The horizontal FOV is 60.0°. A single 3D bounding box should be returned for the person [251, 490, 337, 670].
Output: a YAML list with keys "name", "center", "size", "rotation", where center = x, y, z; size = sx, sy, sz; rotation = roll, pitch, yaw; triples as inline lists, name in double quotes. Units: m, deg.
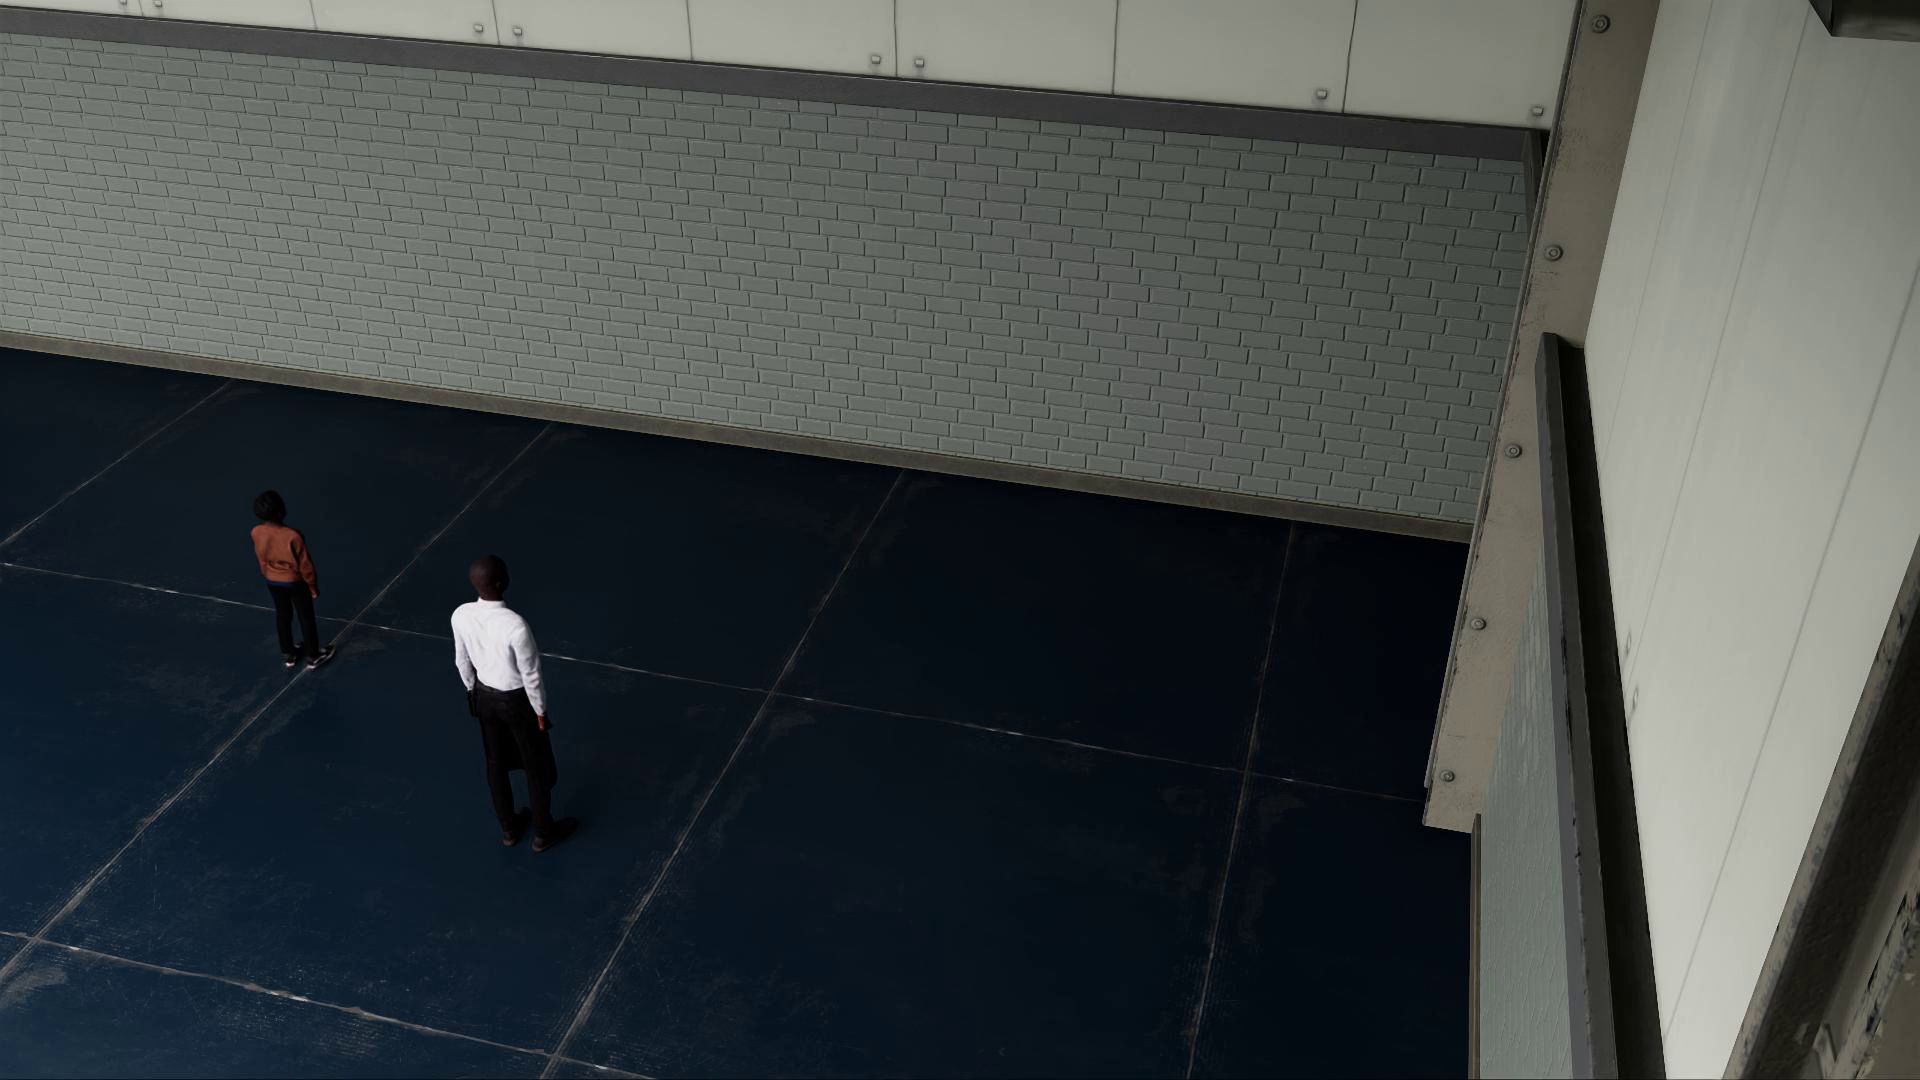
- name: "person"
  center: [-4.248, 0.250, 10.495]
  size: [0.533, 1.252, 0.476]
  rotation: [6, 33, 9]

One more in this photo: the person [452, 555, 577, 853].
- name: "person"
  center: [-2.431, 0.887, 8.940]
  size: [0.653, 1.835, 0.552]
  rotation: [11, 34, 17]
